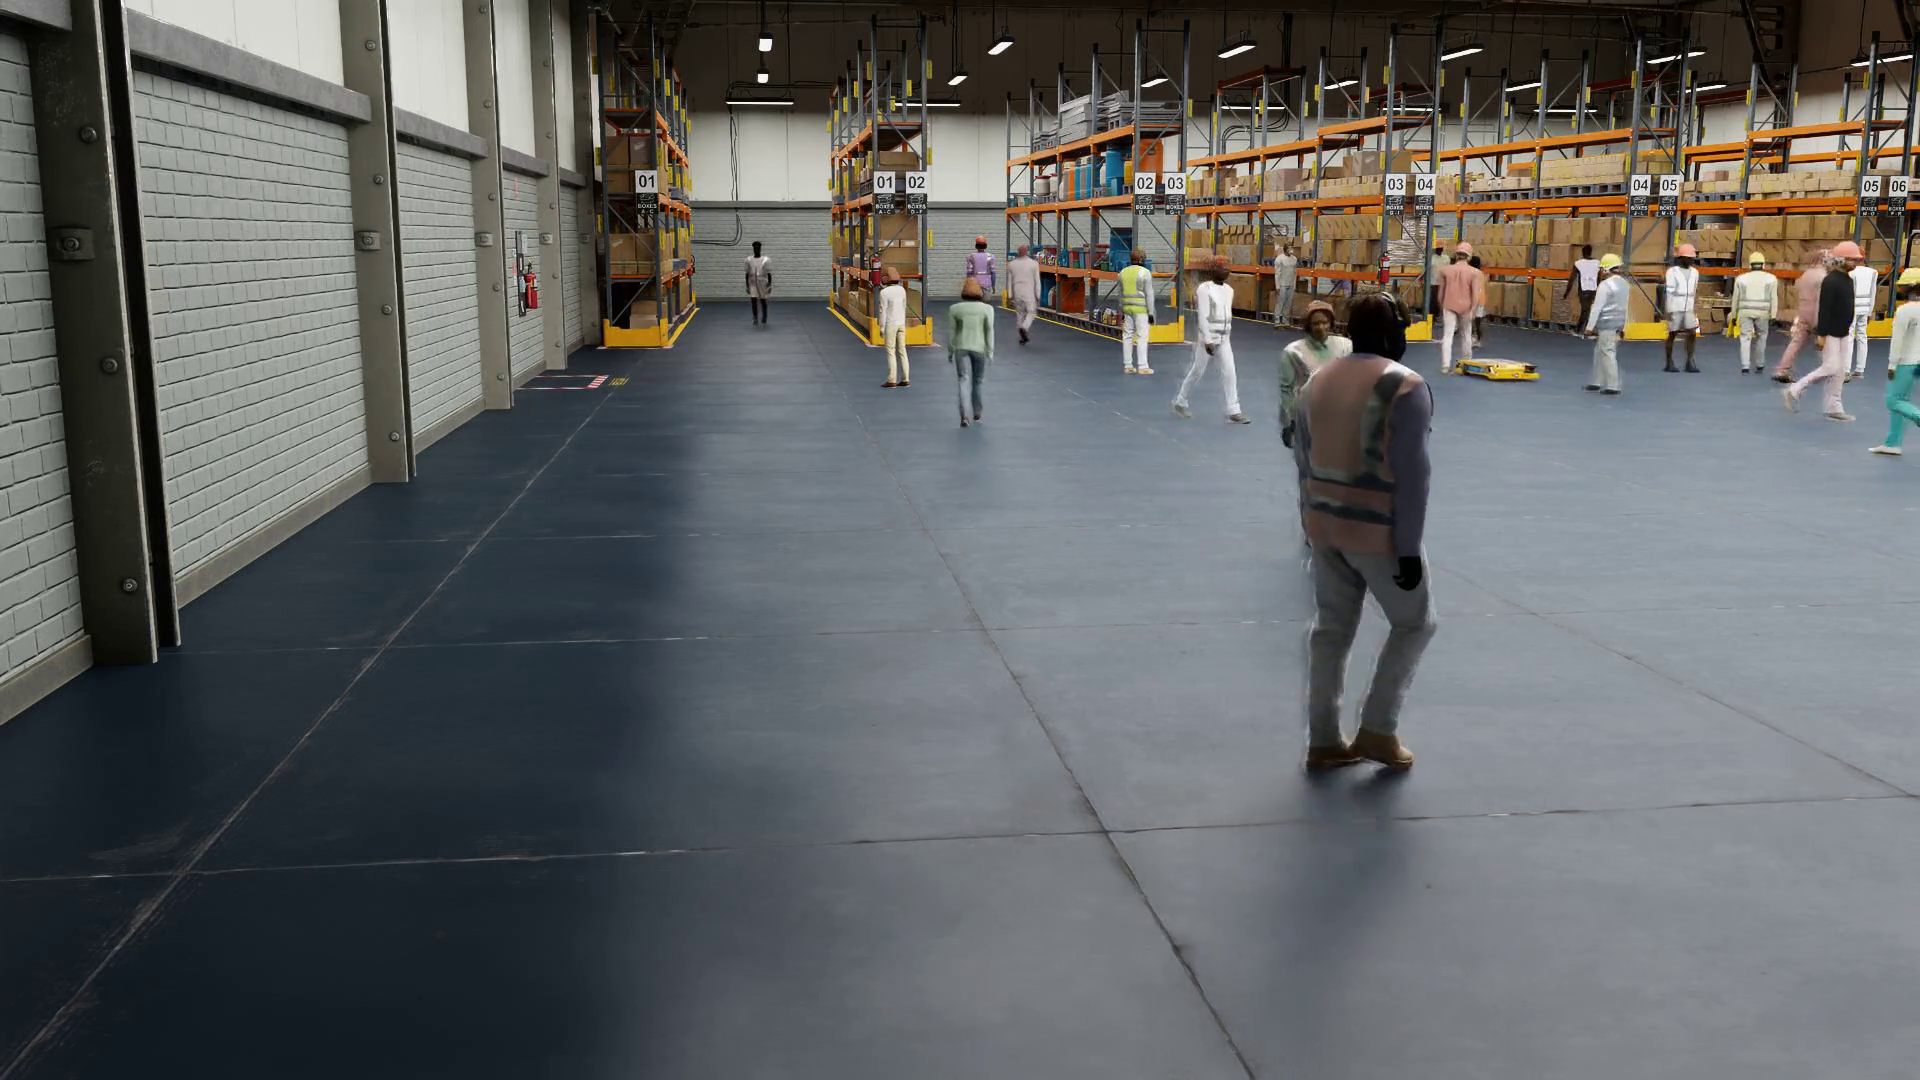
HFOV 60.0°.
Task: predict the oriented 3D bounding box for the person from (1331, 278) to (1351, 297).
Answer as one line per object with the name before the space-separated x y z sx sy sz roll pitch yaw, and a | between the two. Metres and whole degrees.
person | 10.548 -7.295 45.981 0.659 1.892 0.619 0 10 -2

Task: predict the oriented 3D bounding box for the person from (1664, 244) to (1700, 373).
person | 10.786 -3.431 24.754 0.555 1.909 0.782 -1 10 -7

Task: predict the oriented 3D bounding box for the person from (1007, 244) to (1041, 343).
person | 1.206 -4.672 31.593 0.666 1.890 0.594 4 11 20

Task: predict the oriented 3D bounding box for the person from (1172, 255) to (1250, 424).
person | 2.763 -2.206 18.275 0.573 1.843 1.017 -8 13 -36

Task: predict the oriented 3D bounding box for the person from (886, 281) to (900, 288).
person | -1.877 -7.161 46.074 0.506 1.601 0.734 -2 11 -13

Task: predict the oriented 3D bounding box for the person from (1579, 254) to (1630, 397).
person | 8.171 -2.736 21.247 0.597 1.807 0.739 -10 14 -43

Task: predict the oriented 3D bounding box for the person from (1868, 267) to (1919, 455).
person | 8.771 -1.627 15.307 0.532 1.744 0.620 -8 13 -37

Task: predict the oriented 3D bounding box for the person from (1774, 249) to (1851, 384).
person | 11.820 -3.080 22.997 0.986 1.864 0.652 0 10 -1

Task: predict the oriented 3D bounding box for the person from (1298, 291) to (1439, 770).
person | 1.550 -0.017 6.285 0.517 1.820 0.652 -6 12 -31

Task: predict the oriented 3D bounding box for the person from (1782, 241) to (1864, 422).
person | 9.572 -2.295 18.335 0.636 1.978 0.663 -9 14 -40

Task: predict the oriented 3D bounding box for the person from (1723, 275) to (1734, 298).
person | 20.930 -7.119 44.963 0.588 1.918 0.397 -1 10 -8

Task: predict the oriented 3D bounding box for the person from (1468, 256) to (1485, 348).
person | 9.379 -4.336 30.356 0.395 1.686 0.547 10 14 44

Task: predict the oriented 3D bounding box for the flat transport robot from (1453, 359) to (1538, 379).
flat transport robot | 7.750 -2.489 24.091 0.652 0.197 1.431 -1 10 -7

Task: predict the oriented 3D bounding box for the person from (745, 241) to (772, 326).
person | -4.604 -5.865 38.012 0.611 1.945 0.725 0 10 1

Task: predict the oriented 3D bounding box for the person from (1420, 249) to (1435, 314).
person | 11.162 -6.006 39.137 0.532 1.806 0.920 -2 10 -9

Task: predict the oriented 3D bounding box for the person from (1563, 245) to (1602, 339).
person | 12.460 -4.953 33.234 0.625 1.853 1.008 -2 11 -12

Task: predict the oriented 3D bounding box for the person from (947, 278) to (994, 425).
person | 0.114 -2.047 18.054 0.510 1.590 0.842 1 10 4

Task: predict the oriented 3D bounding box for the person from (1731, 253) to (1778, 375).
person | 11.750 -3.339 24.615 0.614 1.777 0.913 5 11 26

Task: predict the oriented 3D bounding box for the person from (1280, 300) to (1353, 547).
person | 2.315 -0.746 10.810 0.534 1.616 0.427 -2 11 -10

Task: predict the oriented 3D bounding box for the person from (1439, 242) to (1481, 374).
person | 7.435 -3.451 24.809 0.616 1.945 1.017 5 12 28

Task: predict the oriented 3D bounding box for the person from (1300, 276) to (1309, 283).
person | 10.792 -8.470 52.131 0.766 1.999 0.613 3 11 18

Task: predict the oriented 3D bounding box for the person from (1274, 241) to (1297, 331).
person | 7.047 -5.489 36.007 0.624 1.931 0.371 -8 13 -37

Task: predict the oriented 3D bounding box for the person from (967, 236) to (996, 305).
person | 0.451 -5.428 35.345 0.615 2.040 0.381 0 10 2

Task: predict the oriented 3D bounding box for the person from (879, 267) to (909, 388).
person | -0.905 -2.866 22.462 0.306 1.626 0.501 9 14 40

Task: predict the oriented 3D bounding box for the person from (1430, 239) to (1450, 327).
person | 10.751 -5.791 37.509 0.639 1.974 0.480 -2 11 -11

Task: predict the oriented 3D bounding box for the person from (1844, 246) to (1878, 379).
person | 12.798 -3.244 23.798 0.573 1.887 0.355 -2 11 -11

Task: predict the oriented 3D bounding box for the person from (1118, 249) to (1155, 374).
person | 2.631 -3.371 24.647 0.429 1.840 0.656 -10 14 -43

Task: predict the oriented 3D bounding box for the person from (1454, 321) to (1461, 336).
person | 10.281 -4.994 34.129 0.536 1.614 0.488 0 10 0
